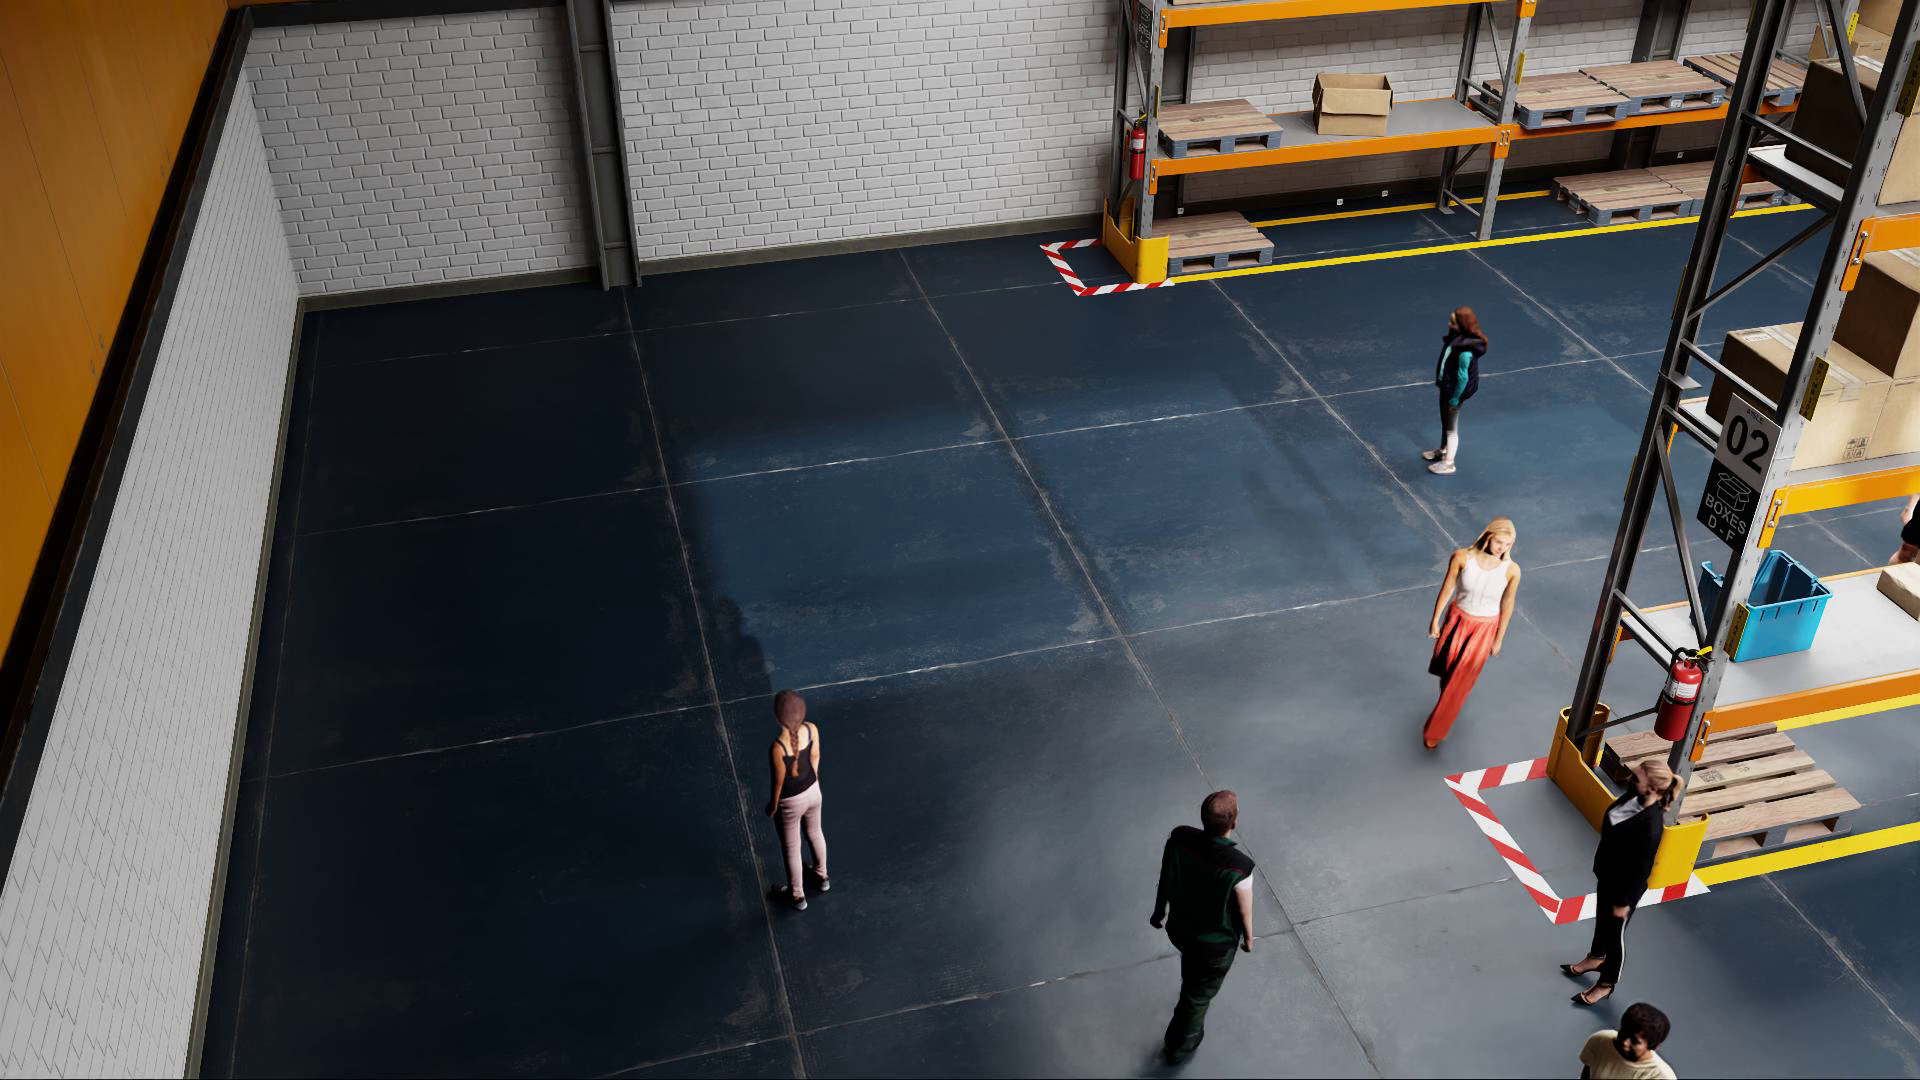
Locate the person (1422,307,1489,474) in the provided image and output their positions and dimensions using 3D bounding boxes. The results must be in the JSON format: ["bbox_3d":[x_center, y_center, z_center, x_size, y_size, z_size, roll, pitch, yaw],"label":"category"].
[{"bbox_3d":[4.134,-1.265,13.912,0.664,1.500,0.647,2,34,2],"label":"person"}]

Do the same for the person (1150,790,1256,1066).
[{"bbox_3d":[1.218,2.051,8.629,0.901,1.826,0.978,24,41,32],"label":"person"}]

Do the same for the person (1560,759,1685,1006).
[{"bbox_3d":[3.594,1.854,9.033,0.658,1.707,0.676,3,34,4],"label":"person"}]

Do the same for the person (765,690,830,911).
[{"bbox_3d":[-0.949,1.497,9.698,0.590,1.565,0.683,-29,43,-36],"label":"person"}]

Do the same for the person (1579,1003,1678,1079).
[{"bbox_3d":[3.047,2.744,7.802,0.621,1.587,0.653,-25,41,-33],"label":"person"}]

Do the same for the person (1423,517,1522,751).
[{"bbox_3d":[3.368,0.553,10.929,0.997,1.774,1.026,16,37,23],"label":"person"}]
